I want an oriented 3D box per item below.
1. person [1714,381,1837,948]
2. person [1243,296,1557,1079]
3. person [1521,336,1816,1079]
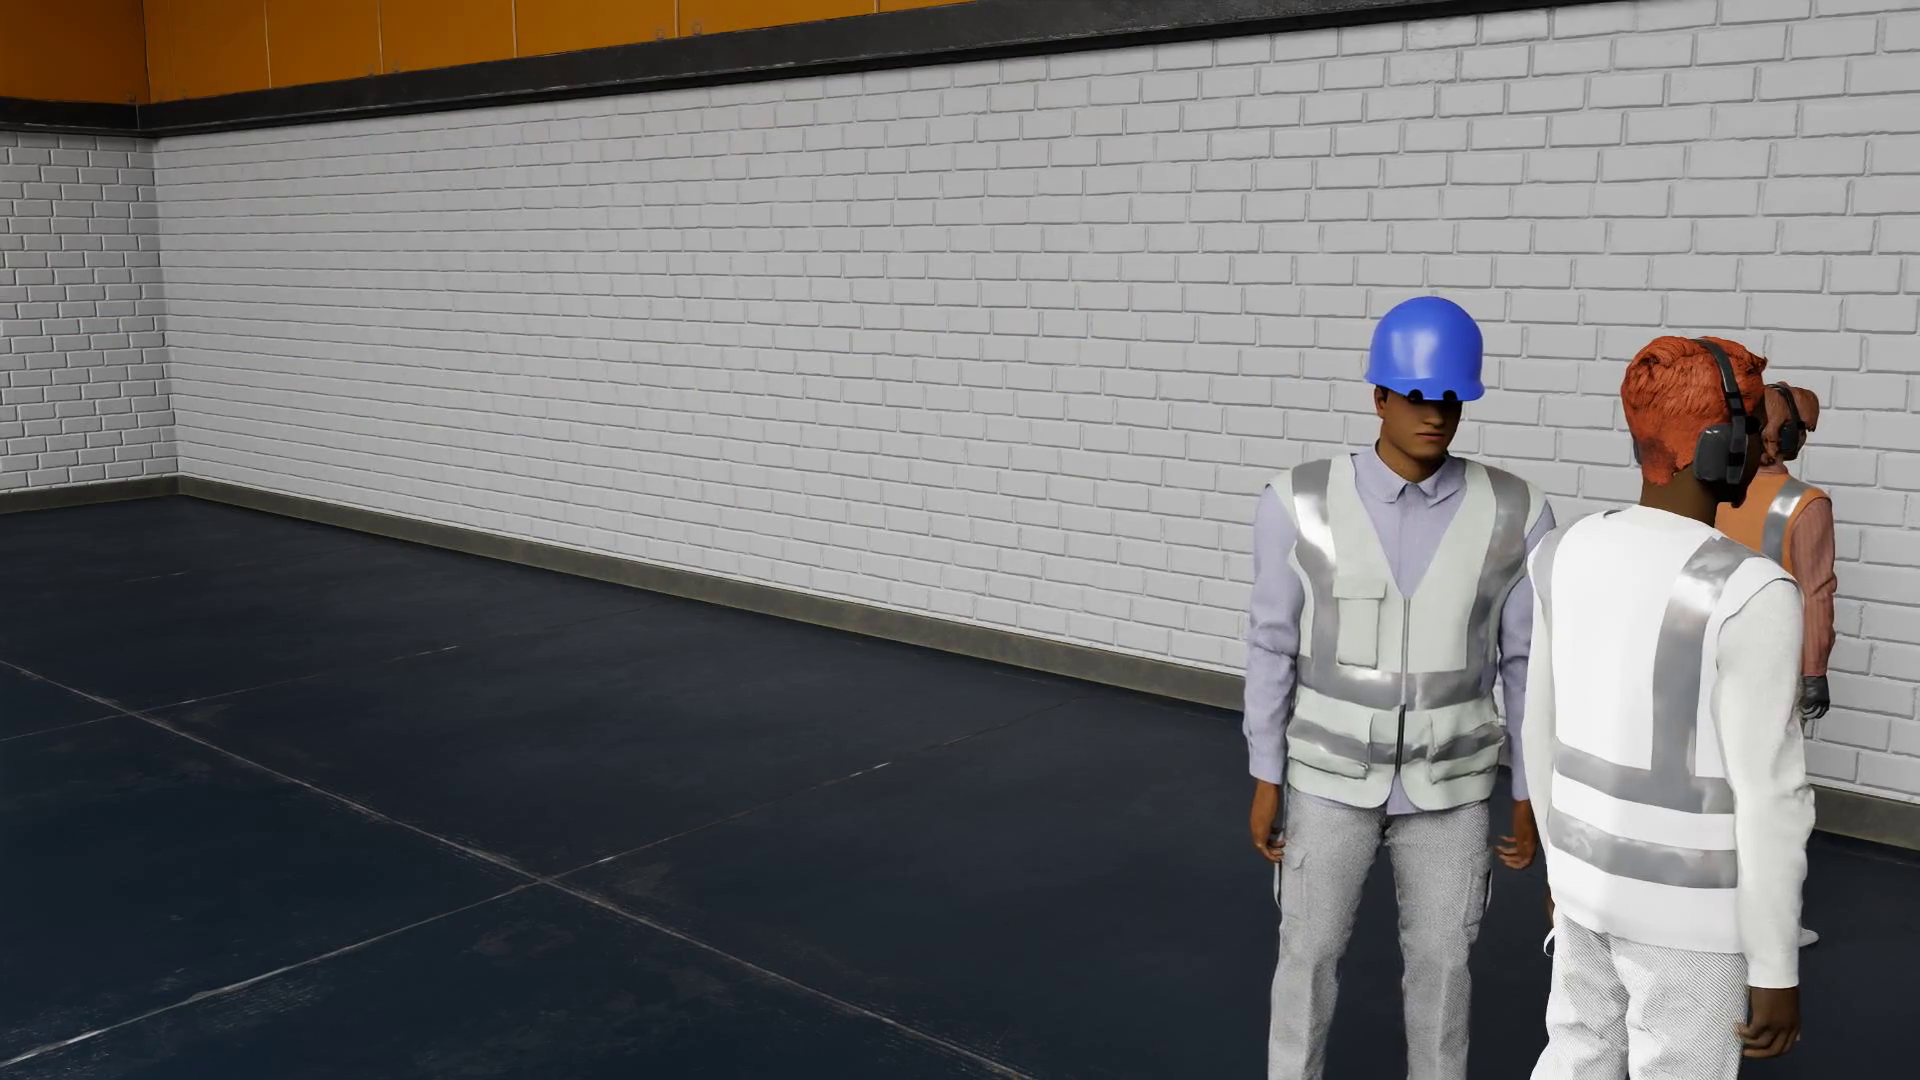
[{"bbox_3d":[2.312,0.362,4.858,0.311,1.642,0.513,-4,11,-21],"label":"person"},{"bbox_3d":[0.890,0.478,3.390,0.622,1.934,0.437,1,10,8],"label":"person"},{"bbox_3d":[1.166,0.607,2.777,0.355,1.882,0.576,-4,11,-20],"label":"person"}]
